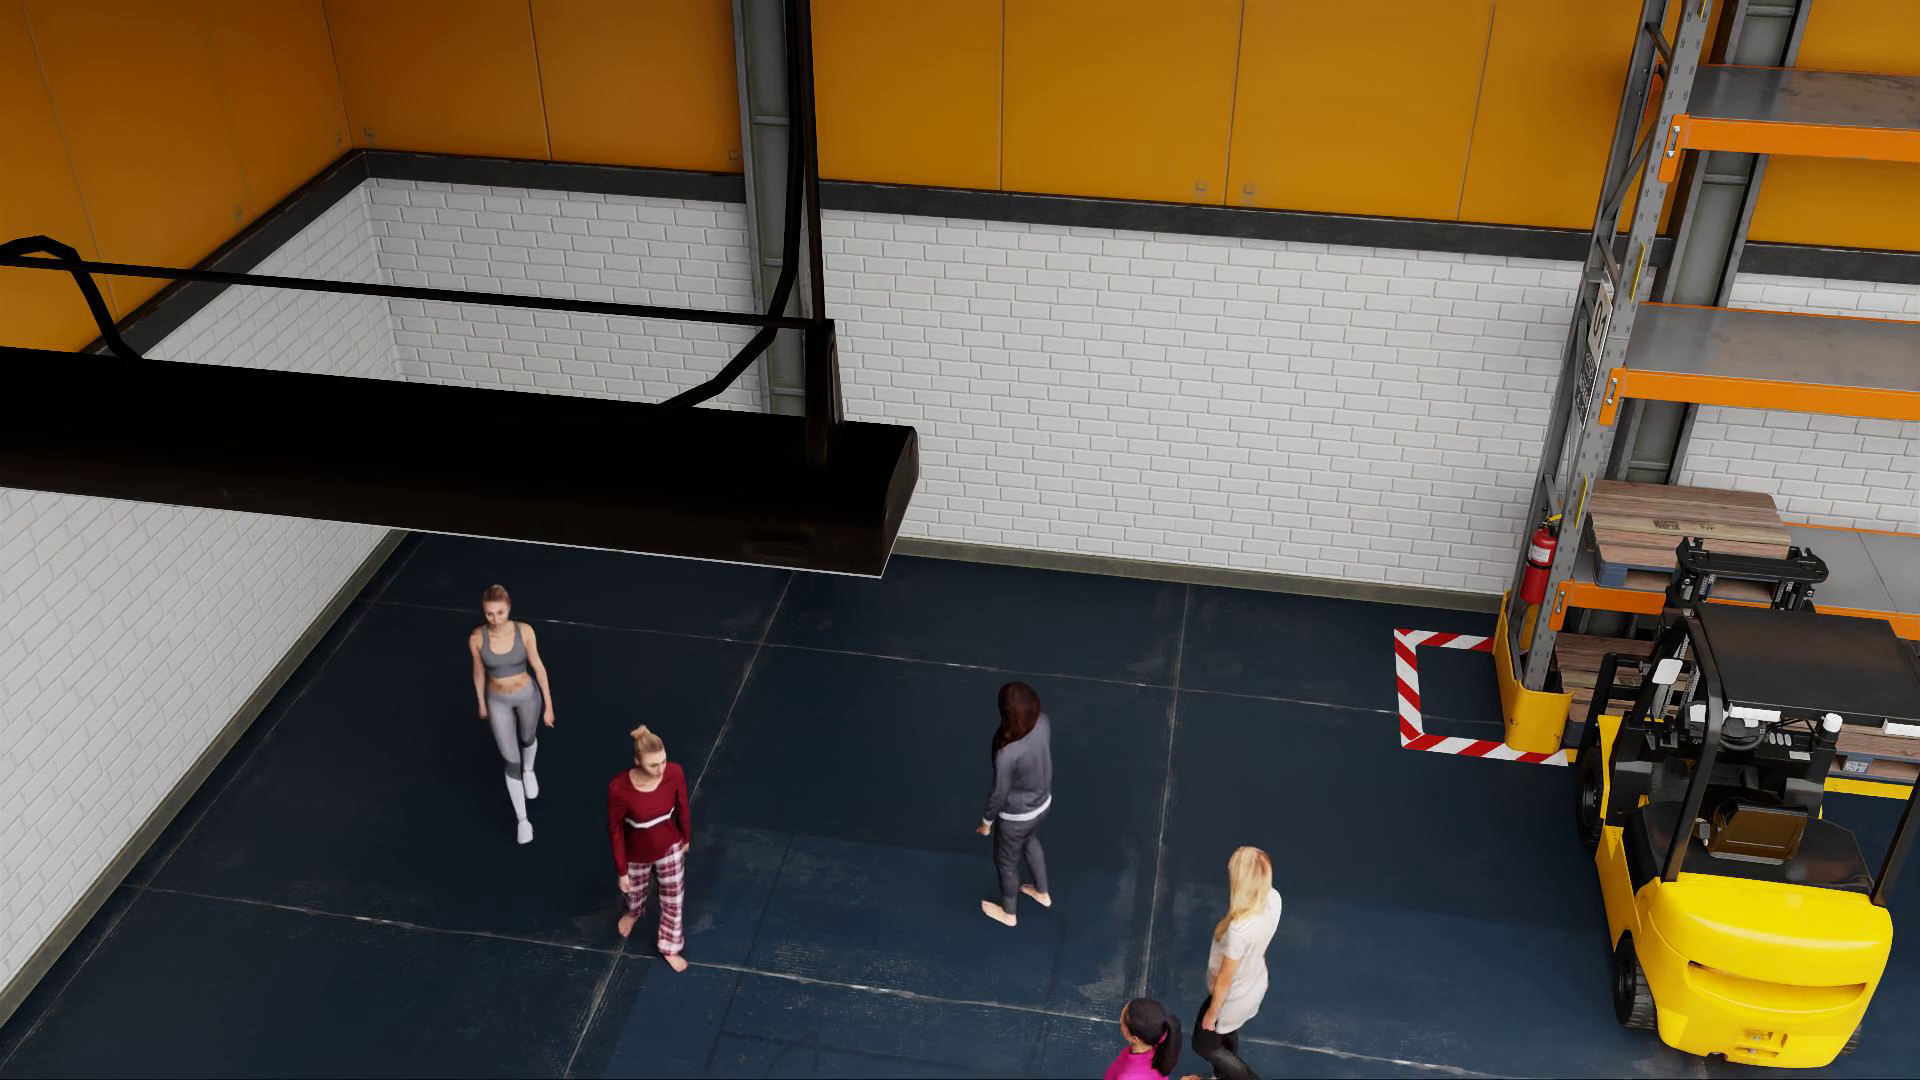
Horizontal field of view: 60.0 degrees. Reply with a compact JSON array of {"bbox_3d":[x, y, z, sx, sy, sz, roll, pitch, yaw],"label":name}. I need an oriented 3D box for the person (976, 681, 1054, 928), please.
[{"bbox_3d":[0.394,1.503,9.316,0.775,1.766,0.762,24,40,31],"label":"person"}]

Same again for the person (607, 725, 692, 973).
[{"bbox_3d":[-1.736,1.668,9.145,0.895,1.681,0.938,-15,36,-21],"label":"person"}]

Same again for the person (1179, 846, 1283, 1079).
[{"bbox_3d":[1.432,2.251,8.152,0.953,1.810,0.809,19,38,26],"label":"person"}]

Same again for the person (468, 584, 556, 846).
[{"bbox_3d":[-2.746,0.952,10.233,1.064,1.670,0.967,-10,35,-14],"label":"person"}]

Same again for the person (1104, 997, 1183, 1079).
[{"bbox_3d":[0.899,2.722,7.563,0.743,1.688,0.707,19,38,26],"label":"person"}]
